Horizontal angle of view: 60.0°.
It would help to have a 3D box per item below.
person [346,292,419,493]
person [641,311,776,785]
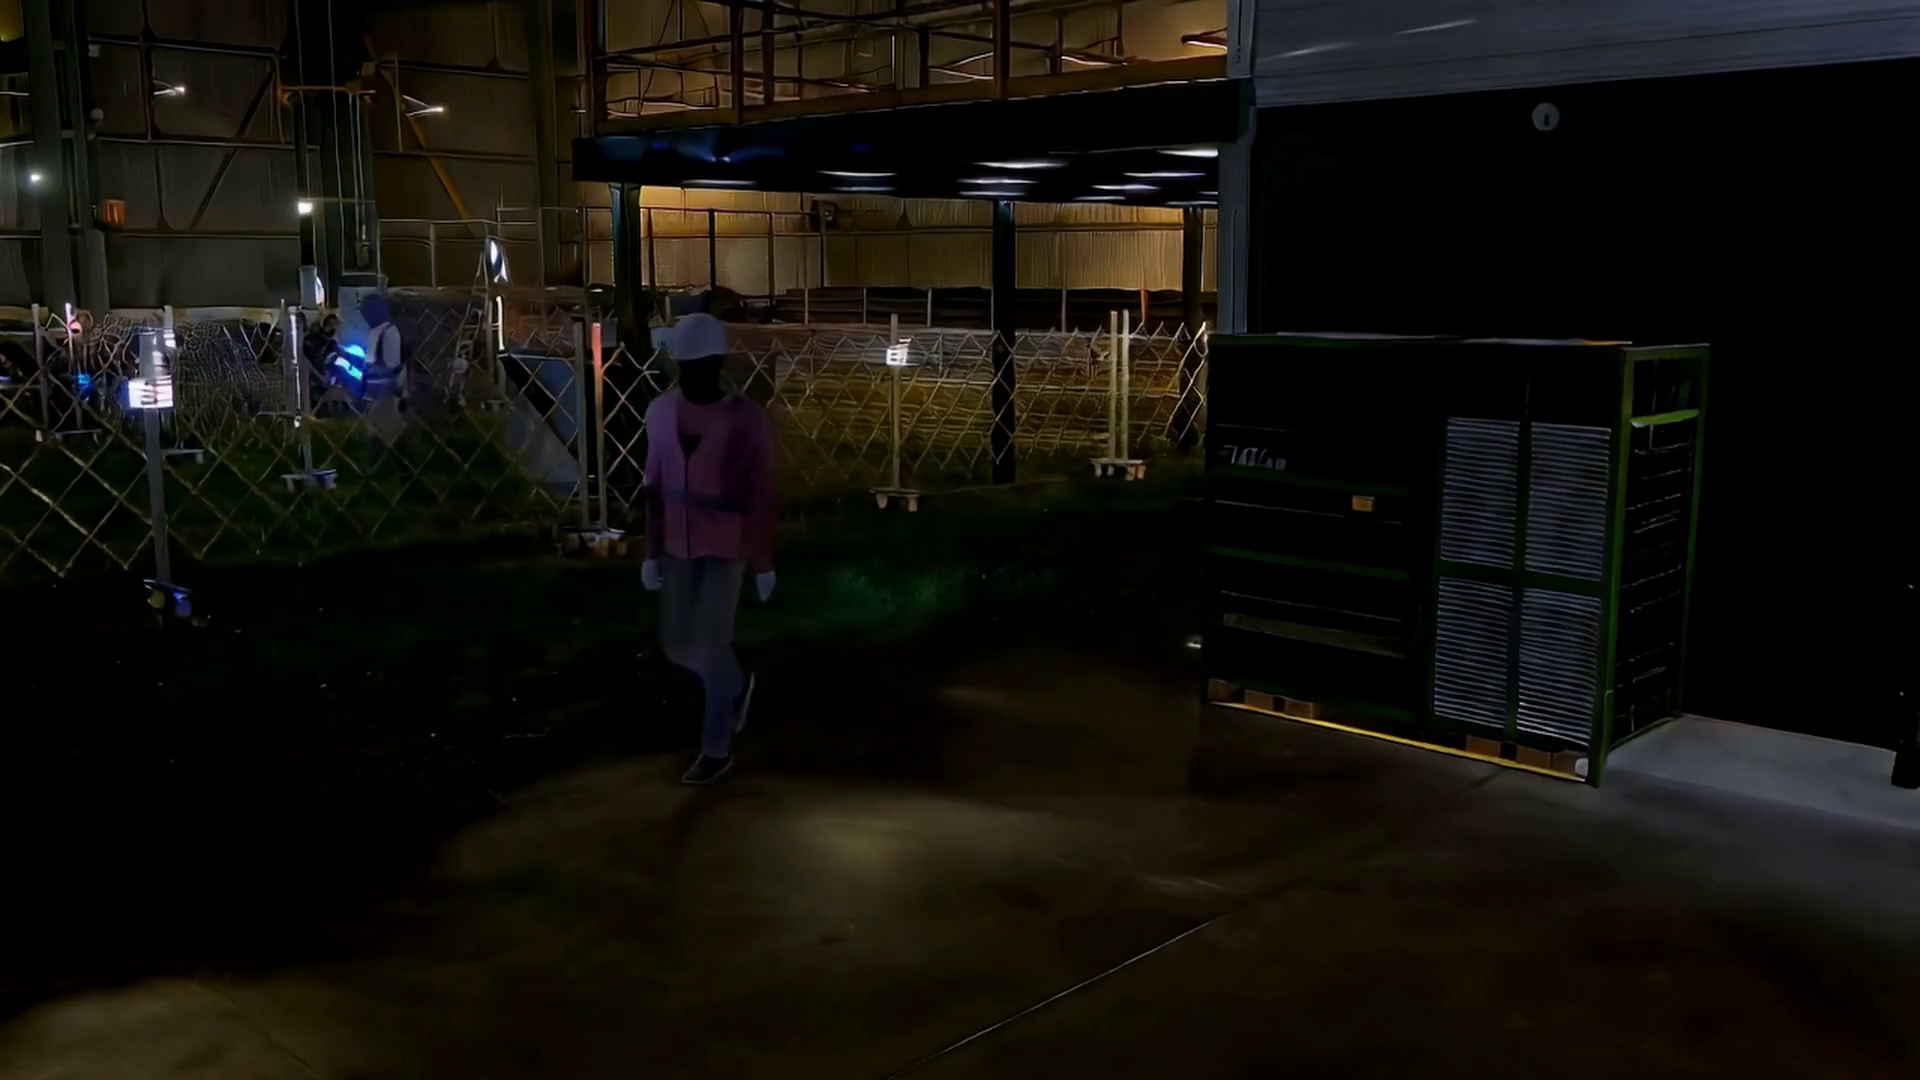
[{"bbox_3d":[-5.438,-1.356,15.401,0.846,1.847,0.601,-7,12,-38],"label":"person"},{"bbox_3d":[-1.005,0.010,6.861,0.604,1.908,0.604,5,10,26],"label":"person"}]
